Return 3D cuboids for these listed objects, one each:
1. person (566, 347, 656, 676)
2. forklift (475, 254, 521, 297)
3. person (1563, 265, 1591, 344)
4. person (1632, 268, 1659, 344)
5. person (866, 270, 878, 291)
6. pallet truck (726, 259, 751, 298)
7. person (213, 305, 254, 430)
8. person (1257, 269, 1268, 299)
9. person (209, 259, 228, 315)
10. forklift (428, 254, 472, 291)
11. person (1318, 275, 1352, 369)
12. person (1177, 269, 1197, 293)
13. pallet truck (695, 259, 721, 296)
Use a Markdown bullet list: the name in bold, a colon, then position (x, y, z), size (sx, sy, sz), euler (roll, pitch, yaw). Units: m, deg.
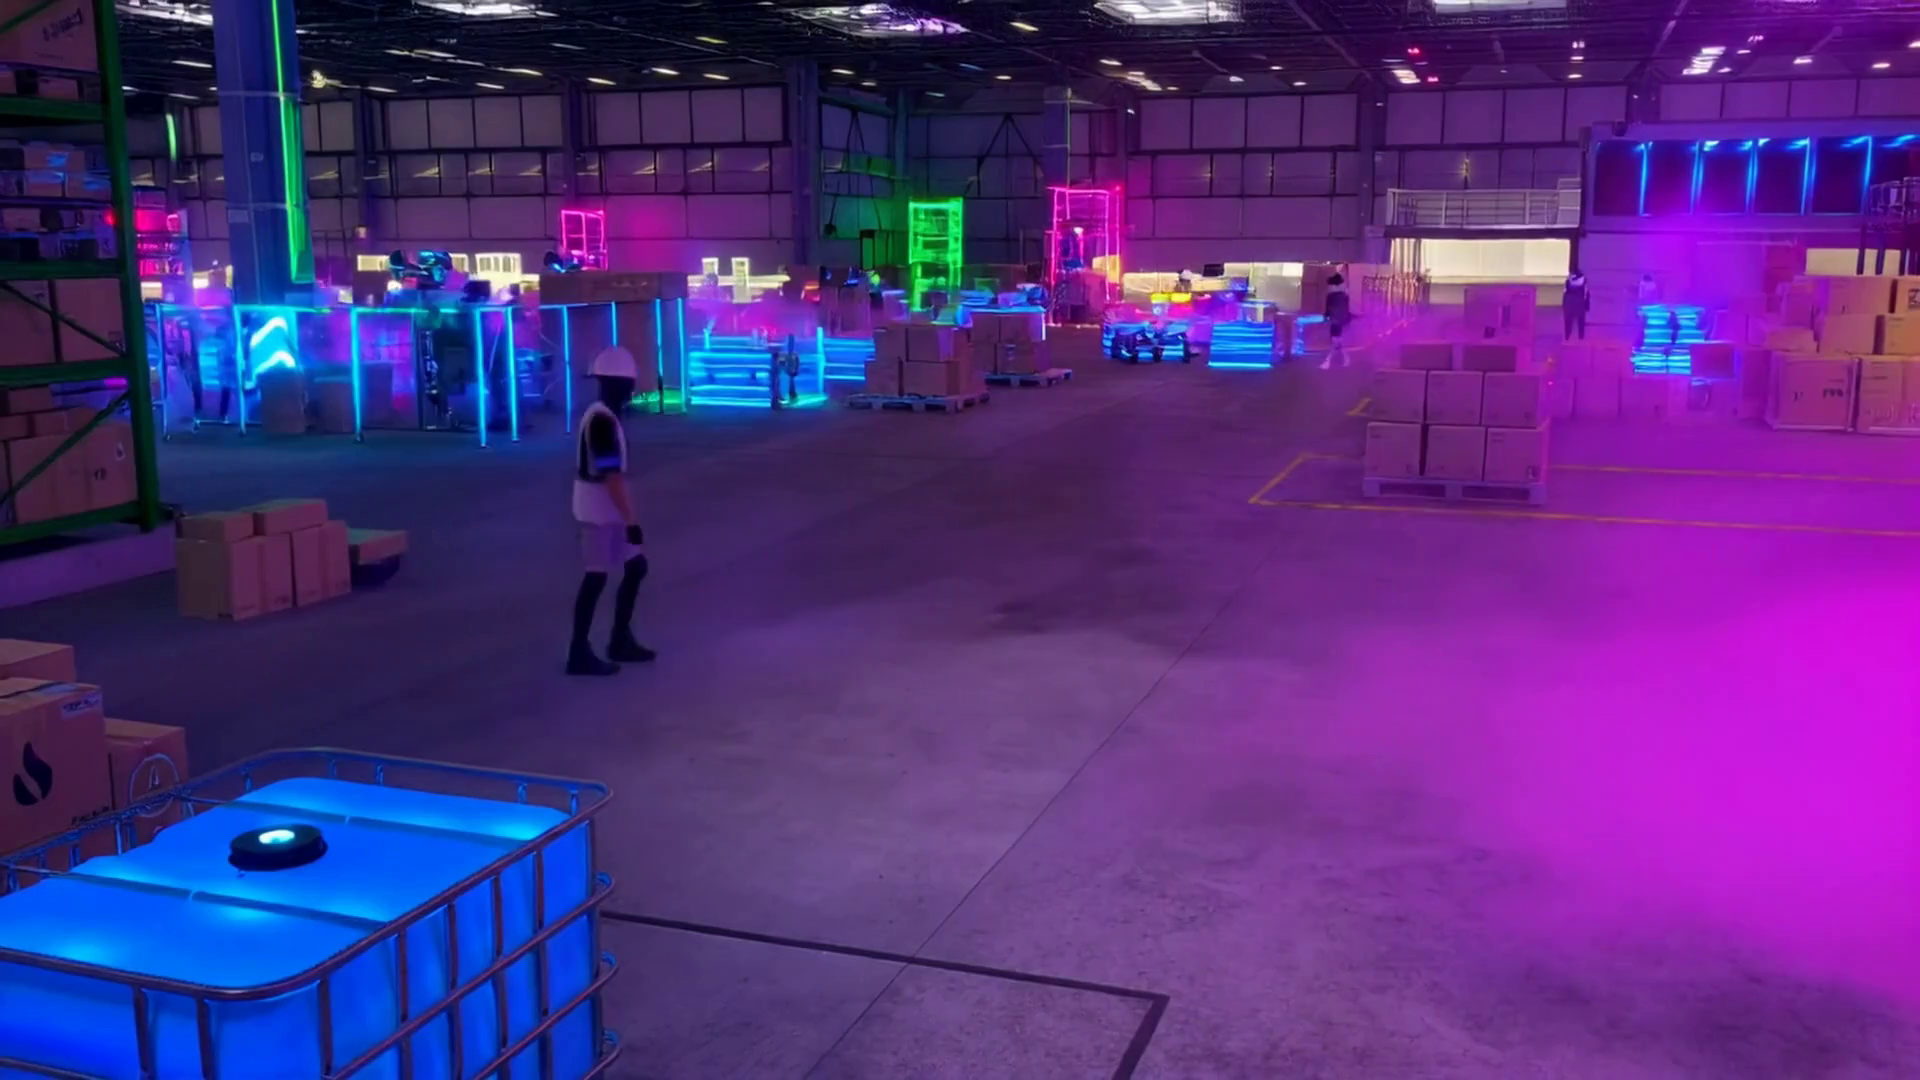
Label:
- **person**: position (-2.021, -0.156, 9.675), size (0.675, 1.915, 0.547), euler (-1, 10, -8)
- **forklift**: position (-17.990, -10.121, 64.684), size (1.157, 1.987, 2.680), euler (3, 11, 17)
- **person**: position (15.479, -5.922, 41.787), size (0.685, 2.000, 0.884), euler (6, 12, 32)
- **person**: position (17.318, -5.900, 41.979), size (0.369, 1.928, 0.586), euler (-7, 12, -34)
- **person**: position (-2.525, -6.685, 46.808), size (0.481, 1.802, 1.015), euler (5, 11, 25)
- **pallet truck**: position (-7.986, -9.493, 62.019), size (0.823, 1.965, 1.885), euler (3, 11, 17)
- **person**: position (-9.861, -2.345, 22.603), size (0.320, 1.698, 0.537), euler (9, 13, 41)
- **person**: position (9.271, -7.399, 50.879), size (0.318, 1.769, 0.522), euler (-2, 10, -13)
- **person**: position (-26.417, -9.001, 59.261), size (0.394, 1.990, 0.622), euler (9, 14, 43)
- **forklift**: position (-20.133, -10.254, 65.465), size (1.157, 1.987, 2.680), euler (3, 11, 19)
- **person**: position (7.697, -4.449, 33.895), size (0.983, 1.898, 0.552), euler (-6, 12, -32)
- **person**: position (6.223, -6.498, 45.626), size (0.593, 1.838, 0.976), euler (4, 11, 21)
- **pallet truck**: position (-9.165, -9.627, 62.776), size (0.823, 1.965, 1.885), euler (4, 11, 23)
